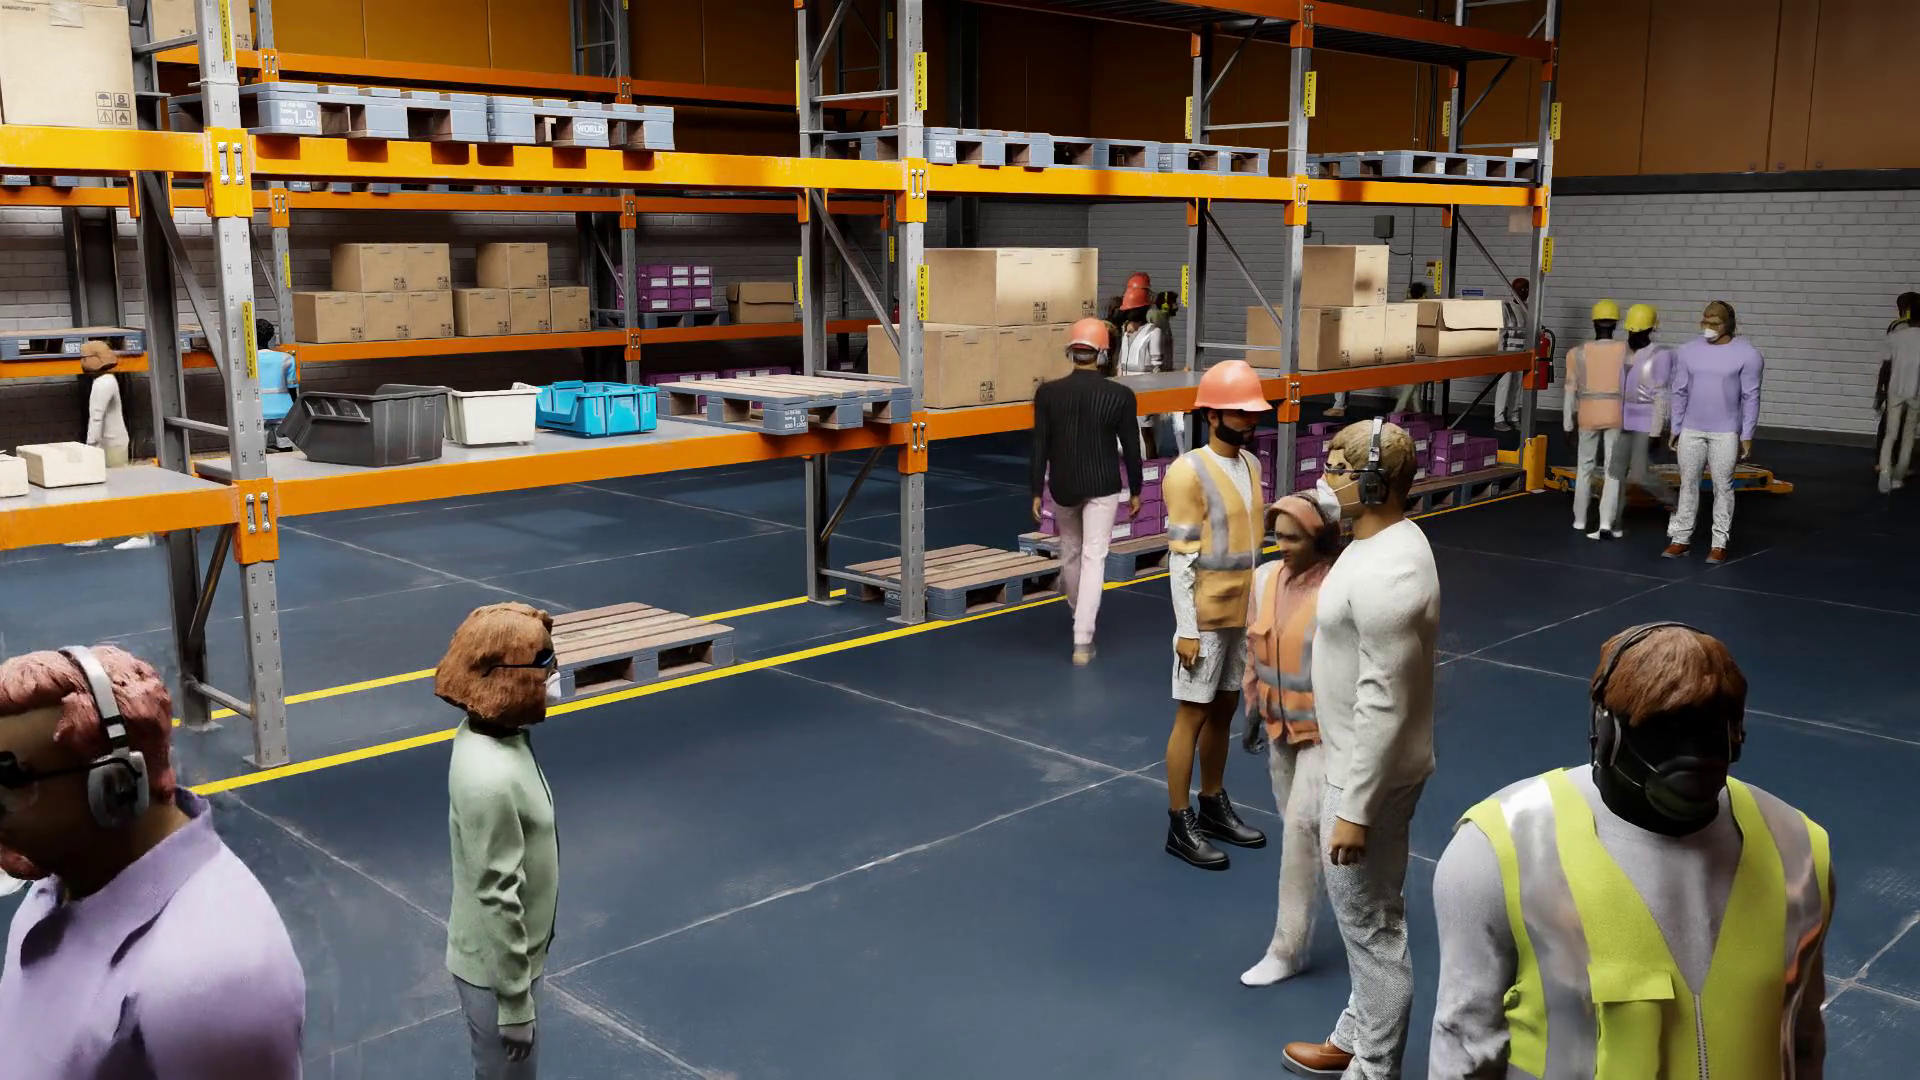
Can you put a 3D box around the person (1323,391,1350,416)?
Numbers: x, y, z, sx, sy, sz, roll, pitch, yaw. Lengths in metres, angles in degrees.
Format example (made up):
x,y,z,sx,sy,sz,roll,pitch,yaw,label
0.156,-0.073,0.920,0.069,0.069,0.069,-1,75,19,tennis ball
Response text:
x,y,z,sx,sy,sz,roll,pitch,yaw,label
5.072,-2.579,22.253,0.429,1.841,0.633,5,11,25,person

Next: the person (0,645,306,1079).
x,y,z,sx,sy,sz,roll,pitch,yaw,label
-1.063,1.048,2.373,0.663,1.888,0.650,-8,13,-39,person

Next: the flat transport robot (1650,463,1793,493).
x,y,z,sx,sy,sz,roll,pitch,yaw,label
6.972,-0.577,15.621,1.431,0.197,0.652,-1,11,-8,flat transport robot

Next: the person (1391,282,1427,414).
x,y,z,sx,sy,sz,roll,pitch,yaw,label
5.694,-2.319,20.882,0.927,1.834,0.528,-7,13,-34,person

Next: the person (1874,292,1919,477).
x,y,z,sx,sy,sz,roll,pitch,yaw,label
9.455,-1.564,16.710,0.345,1.846,0.506,2,11,12,person

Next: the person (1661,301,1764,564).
x,y,z,sx,sy,sz,roll,pitch,yaw,label
5.535,-0.790,12.249,0.377,1.933,0.628,-10,15,-44,person

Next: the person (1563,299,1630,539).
x,y,z,sx,sy,sz,roll,pitch,yaw,label
5.119,-0.958,13.258,0.602,1.902,0.741,4,11,22,person

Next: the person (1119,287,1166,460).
x,y,z,sx,sy,sz,roll,pitch,yaw,label
1.641,-1.373,15.436,0.375,1.930,0.542,-7,13,-34,person

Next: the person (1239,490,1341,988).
x,y,z,sx,sy,sz,roll,pitch,yaw,label
1.210,0.617,5.463,0.713,1.611,0.556,-6,12,-31,person

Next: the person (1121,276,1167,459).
x,y,z,sx,sy,sz,roll,pitch,yaw,label
1.835,-1.693,17.027,0.608,1.986,0.391,-7,13,-34,person

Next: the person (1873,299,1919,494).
x,y,z,sx,sy,sz,roll,pitch,yaw,label
8.837,-1.340,15.539,0.541,1.830,0.832,7,12,32,person

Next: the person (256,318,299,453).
x,y,z,sx,sy,sz,roll,pitch,yaw,label
-6.007,-1.072,14.446,0.534,1.694,0.321,-7,13,-34,person

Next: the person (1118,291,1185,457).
x,y,z,sx,sy,sz,roll,pitch,yaw,label
2.130,-1.759,17.849,0.975,1.829,0.520,0,10,0,person

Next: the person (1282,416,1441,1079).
x,y,z,sx,sy,sz,roll,pitch,yaw,label
1.081,0.634,4.468,0.372,1.940,0.632,2,11,12,person

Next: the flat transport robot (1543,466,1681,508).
x,y,z,sx,sy,sz,roll,pitch,yaw,label
5.988,-0.501,15.207,0.652,0.197,1.431,-2,11,-8,flat transport robot

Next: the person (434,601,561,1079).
x,y,z,sx,sy,sz,roll,pitch,yaw,label
-0.987,0.935,3.655,0.266,1.631,0.507,-3,11,-15,person

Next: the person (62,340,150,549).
x,y,z,sx,sy,sz,roll,pitch,yaw,label
-6.603,-0.704,12.674,0.724,1.607,0.502,-5,12,-26,person

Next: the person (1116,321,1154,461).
x,y,z,sx,sy,sz,roll,pitch,yaw,label
1.638,-1.243,15.519,0.308,1.640,0.511,-8,13,-36,person

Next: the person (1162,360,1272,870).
x,y,z,sx,sy,sz,roll,pitch,yaw,label
1.010,0.279,6.403,0.360,1.939,0.543,9,14,40,person

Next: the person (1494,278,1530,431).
x,y,z,sx,sy,sz,roll,pitch,yaw,label
6.852,-2.286,20.534,0.584,1.882,0.337,-6,12,-31,person

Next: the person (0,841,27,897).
x,y,z,sx,sy,sz,roll,pitch,yaw,label
-3.575,0.434,5.740,0.613,1.877,0.859,1,10,6,person

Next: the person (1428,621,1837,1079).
x,y,z,sx,sy,sz,roll,pitch,yaw,label
1.036,1.029,2.580,0.627,1.844,0.429,-1,10,-4,person

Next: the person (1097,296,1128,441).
x,y,z,sx,sy,sz,roll,pitch,yaw,label
1.429,-1.483,16.335,0.548,1.819,0.656,3,11,14,person

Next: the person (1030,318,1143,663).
x,y,z,sx,sy,sz,roll,pitch,yaw,label
0.757,-0.315,9.676,0.628,1.928,1.068,3,11,18,person

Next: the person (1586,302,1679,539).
x,y,z,sx,sy,sz,roll,pitch,yaw,label
5.382,-0.917,13.054,0.653,1.896,0.616,-3,11,-14,person

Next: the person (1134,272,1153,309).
x,y,z,sx,sy,sz,roll,pitch,yaw,label
2.418,-2.680,22.636,0.576,1.905,0.718,-7,13,-34,person
